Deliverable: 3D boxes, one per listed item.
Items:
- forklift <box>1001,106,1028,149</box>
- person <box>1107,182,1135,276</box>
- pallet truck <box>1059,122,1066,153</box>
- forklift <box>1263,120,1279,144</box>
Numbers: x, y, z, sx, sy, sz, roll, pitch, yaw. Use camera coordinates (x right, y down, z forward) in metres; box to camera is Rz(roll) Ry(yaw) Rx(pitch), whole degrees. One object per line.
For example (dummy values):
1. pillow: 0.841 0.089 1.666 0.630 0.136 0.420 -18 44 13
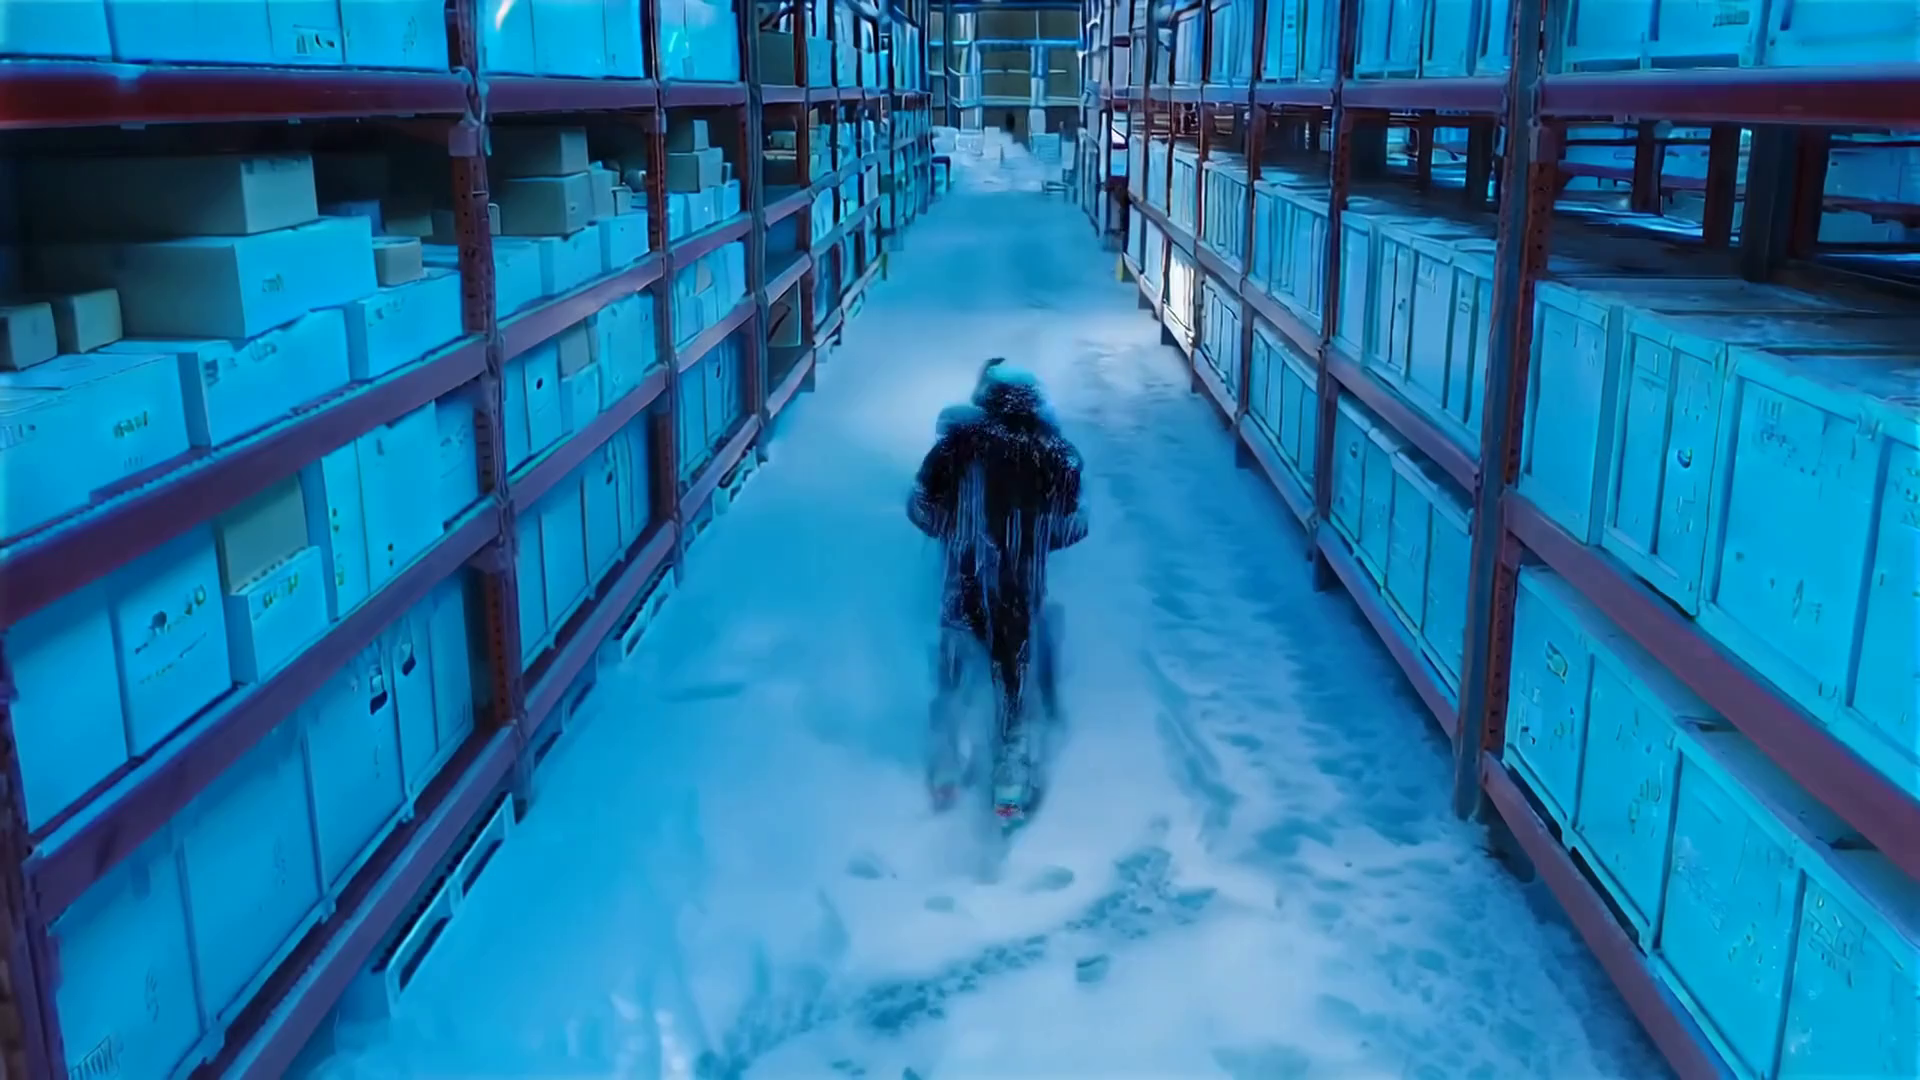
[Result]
1. forklift: 2.539 -20.165 82.819 1.129 2.768 1.873 -7 17 -24
2. person: 3.329 -6.040 32.180 0.994 1.861 0.664 0 15 2
3. pallet truck: 5.788 -21.111 88.014 1.885 1.965 0.823 5 16 18
4. forklift: 7.704 -9.234 42.148 1.129 2.768 1.873 0 15 2
